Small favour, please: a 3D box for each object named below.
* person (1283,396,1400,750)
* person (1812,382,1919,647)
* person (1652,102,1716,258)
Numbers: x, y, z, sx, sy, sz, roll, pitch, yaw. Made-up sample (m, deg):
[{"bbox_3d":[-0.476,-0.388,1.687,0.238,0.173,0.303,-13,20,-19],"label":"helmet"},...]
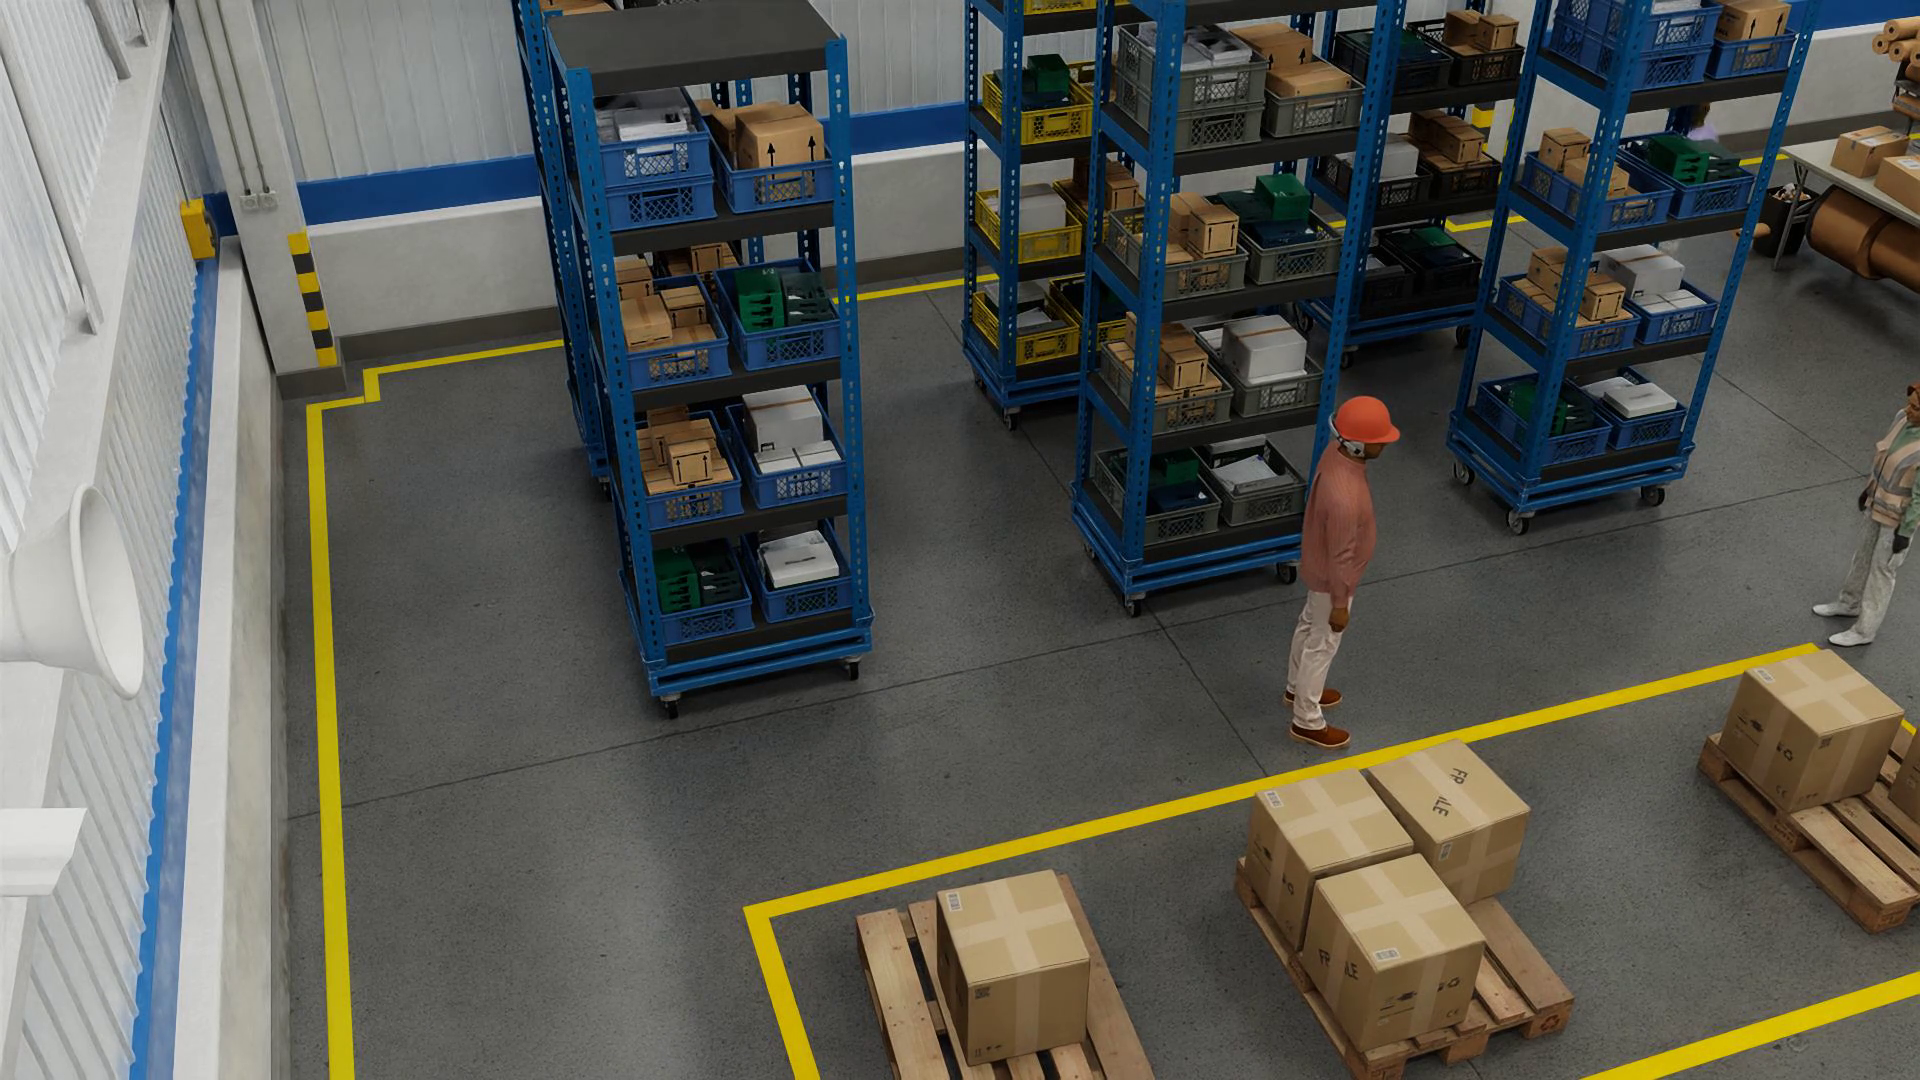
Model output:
[{"bbox_3d":[1.883,0.154,8.329,0.382,1.993,0.622,3,35,4],"label":"person"},{"bbox_3d":[5.078,-0.147,9.070,0.312,1.633,0.517,2,35,4],"label":"person"},{"bbox_3d":[5.021,-2.278,11.836,0.405,1.928,0.674,26,43,32],"label":"person"}]
